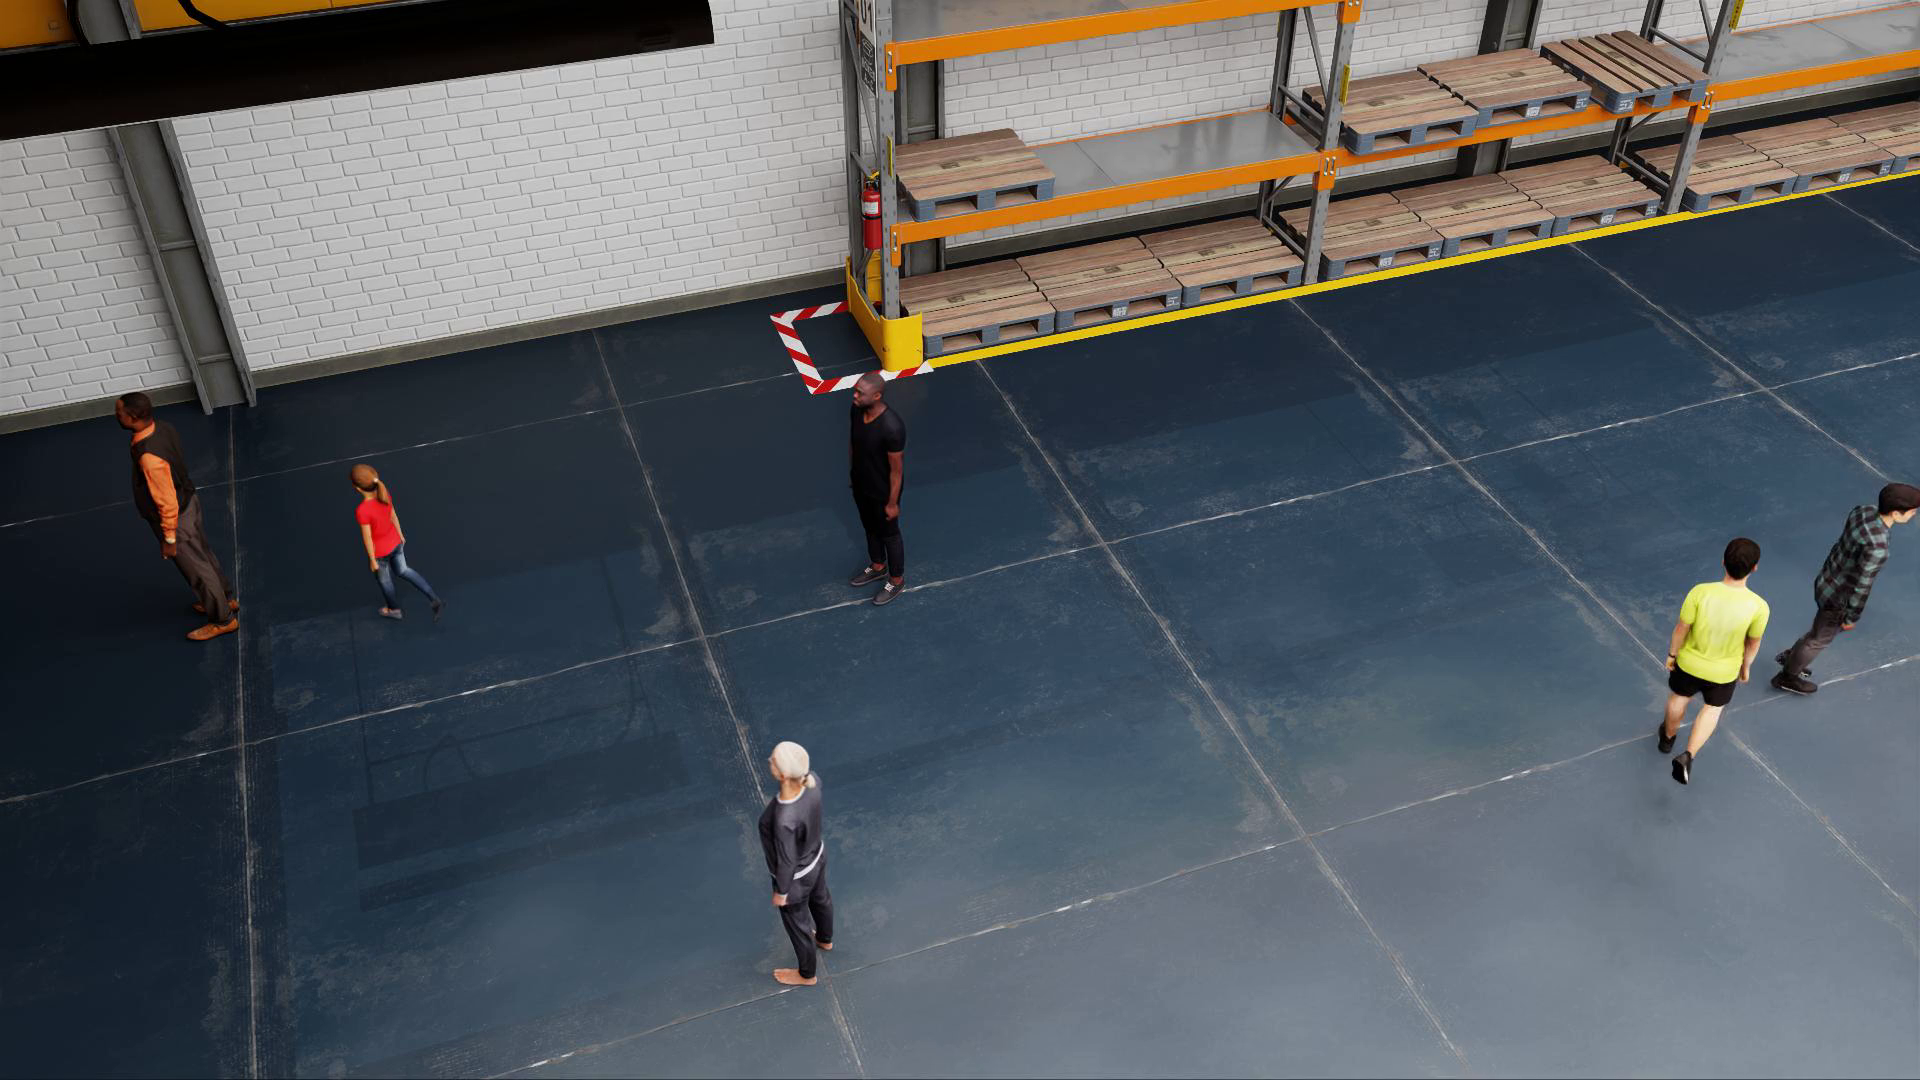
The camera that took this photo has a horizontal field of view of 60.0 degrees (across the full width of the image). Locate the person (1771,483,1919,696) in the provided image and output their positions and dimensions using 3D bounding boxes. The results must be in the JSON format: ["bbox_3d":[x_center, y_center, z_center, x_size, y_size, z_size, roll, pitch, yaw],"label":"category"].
[{"bbox_3d":[5.490,0.296,10.472,0.828,1.693,0.818,9,40,11],"label":"person"}]

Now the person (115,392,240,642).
[{"bbox_3d":[-5.136,-0.168,10.925,0.627,1.907,0.711,-9,39,-11],"label":"person"}]

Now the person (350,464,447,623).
[{"bbox_3d":[-3.788,0.064,11.126,0.837,1.293,0.770,15,41,18],"label":"person"}]

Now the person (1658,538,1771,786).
[{"bbox_3d":[4.476,0.754,9.941,0.929,1.694,1.016,20,43,23],"label":"person"}]

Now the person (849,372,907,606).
[{"bbox_3d":[-0.553,-0.366,11.243,0.661,1.819,0.725,-27,46,-29],"label":"person"}]

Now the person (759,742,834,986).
[{"bbox_3d":[-0.845,1.686,8.748,0.719,1.726,0.679,13,40,15],"label":"person"}]
